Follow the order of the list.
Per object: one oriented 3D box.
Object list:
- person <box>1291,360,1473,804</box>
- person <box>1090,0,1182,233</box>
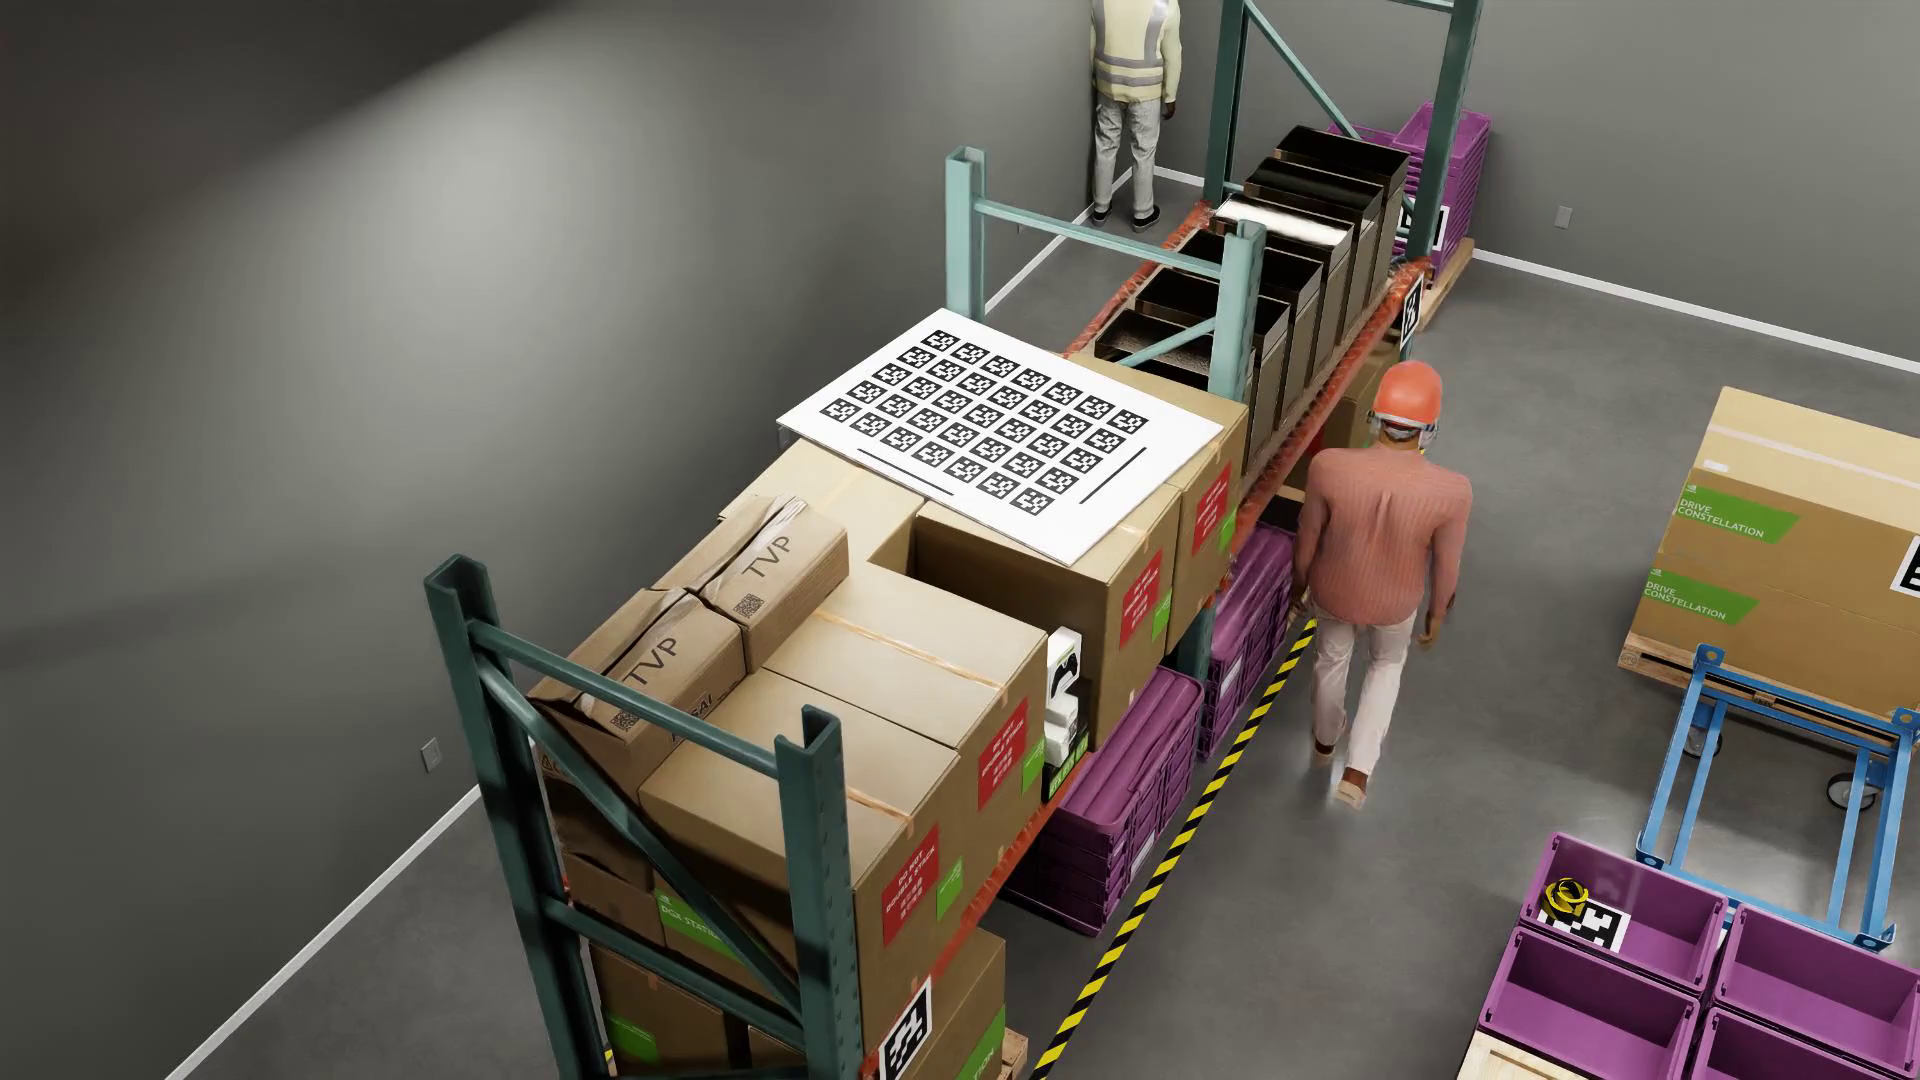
[{"bbox_3d":[1.550,0.207,6.324,0.619,1.976,0.604,12,41,14],"label":"person"},{"bbox_3d":[1.020,-2.724,9.924,0.600,1.829,0.404,14,42,16],"label":"person"}]
